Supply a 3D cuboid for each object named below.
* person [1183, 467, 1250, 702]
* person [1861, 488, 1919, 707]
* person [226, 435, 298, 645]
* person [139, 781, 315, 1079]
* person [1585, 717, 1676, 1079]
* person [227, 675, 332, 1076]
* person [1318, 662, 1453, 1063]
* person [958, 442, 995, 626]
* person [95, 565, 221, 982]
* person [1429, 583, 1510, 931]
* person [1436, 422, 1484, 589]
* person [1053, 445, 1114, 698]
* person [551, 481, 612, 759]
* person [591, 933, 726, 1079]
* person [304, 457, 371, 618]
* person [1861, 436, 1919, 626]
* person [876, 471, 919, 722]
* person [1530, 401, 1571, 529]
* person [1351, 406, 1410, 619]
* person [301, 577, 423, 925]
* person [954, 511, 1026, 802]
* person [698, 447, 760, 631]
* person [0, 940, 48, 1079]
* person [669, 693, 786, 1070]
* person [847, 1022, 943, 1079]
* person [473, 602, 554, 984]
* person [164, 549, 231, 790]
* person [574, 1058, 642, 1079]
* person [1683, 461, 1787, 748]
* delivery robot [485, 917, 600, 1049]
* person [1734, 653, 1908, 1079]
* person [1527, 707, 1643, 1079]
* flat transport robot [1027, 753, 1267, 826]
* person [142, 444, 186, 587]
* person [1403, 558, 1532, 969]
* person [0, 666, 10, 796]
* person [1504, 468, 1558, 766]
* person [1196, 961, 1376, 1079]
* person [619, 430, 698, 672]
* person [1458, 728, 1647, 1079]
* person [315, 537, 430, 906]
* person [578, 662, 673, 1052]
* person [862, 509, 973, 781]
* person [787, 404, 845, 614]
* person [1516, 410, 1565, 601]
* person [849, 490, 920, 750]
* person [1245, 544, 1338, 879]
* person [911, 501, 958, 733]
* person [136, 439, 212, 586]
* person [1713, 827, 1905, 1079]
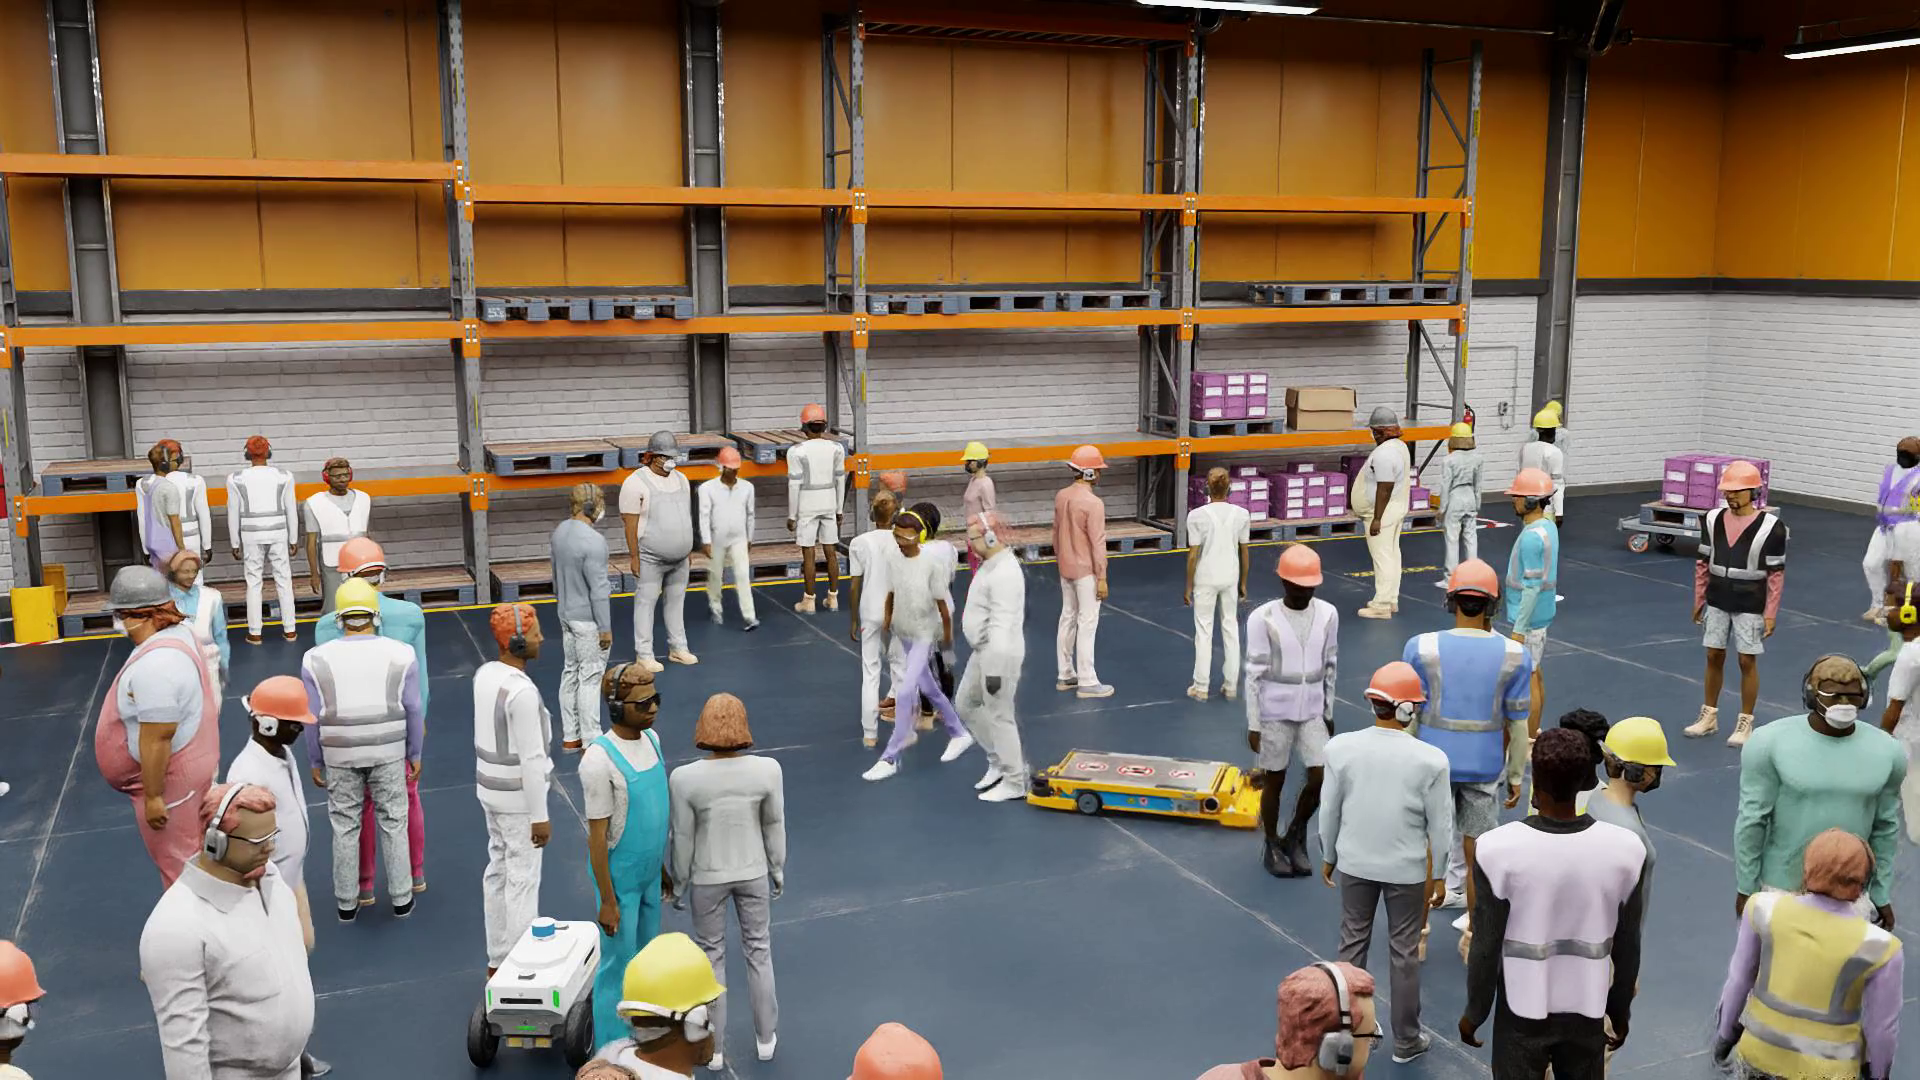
[{"bbox_3d":[1.995,0.348,12.972,0.514,1.844,0.333,-2,10,-11],"label":"person"},{"bbox_3d":[7.052,0.462,12.318,0.517,1.851,0.785,0,10,-2],"label":"person"},{"bbox_3d":[-6.234,-0.001,14.911,0.573,1.876,0.355,-5,11,-25],"label":"person"},{"bbox_3d":[-2.208,1.674,5.175,0.406,1.903,0.636,1,10,5],"label":"person"},{"bbox_3d":[2.520,1.536,6.389,0.339,1.761,0.524,2,10,10],"label":"person"},{"bbox_3d":[-2.903,1.426,7.096,0.391,1.729,0.580,-1,10,-5],"label":"person"},{"bbox_3d":[1.855,1.389,7.252,0.573,1.744,0.342,5,11,28],"label":"person"},{"bbox_3d":[0.159,-0.025,15.348,0.317,1.767,0.534,-3,10,-17],"label":"person"},{"bbox_3d":[-3.883,1.103,8.060,0.536,2.000,0.690,-2,10,-12],"label":"person"},{"bbox_3d":[2.656,1.086,8.652,0.324,1.871,0.526,-4,10,-20],"label":"person"},{"bbox_3d":[5.196,-0.356,17.326,0.492,1.741,0.323,-3,10,-18],"label":"person"},{"bbox_3d":[0.975,0.242,13.148,0.385,1.993,0.623,-6,11,-29],"label":"person"},{"bbox_3d":[-2.594,0.558,11.506,0.356,1.932,0.633,-8,13,-39],"label":"person"},{"bbox_3d":[-0.711,1.882,4.227,0.430,1.818,0.598,-9,13,-41],"label":"person"},{"bbox_3d":[-5.073,0.233,13.633,0.373,1.843,0.570,8,13,39],"label":"person"},{"bbox_3d":[8.728,-0.072,15.495,0.496,1.809,0.681,-2,10,-11],"label":"person"},{"bbox_3d":[-0.478,0.415,12.471,0.337,1.883,0.584,-3,10,-16],"label":"person"},{"bbox_3d":[7.078,-0.819,20.057,0.492,1.719,0.711,6,12,32],"label":"person"},{"bbox_3d":[4.031,-0.276,16.003,0.535,2.000,0.686,5,11,28],"label":"person"},{"bbox_3d":[-3.111,1.103,8.699,0.589,1.824,0.405,-3,10,-19],"label":"person"},{"bbox_3d":[0.198,0.738,10.619,0.474,1.876,0.672,-1,10,-6],"label":"person"},{"bbox_3d":[-2.149,-0.011,15.447,0.567,1.699,0.914,-4,11,-22],"label":"person"},{"bbox_3d":[-2.437,1.897,4.366,0.648,1.731,0.469,4,11,21],"label":"person"},{"bbox_3d":[-0.998,1.462,7.160,0.507,1.632,0.267,-4,10,-20],"label":"person"},{"bbox_3d":[-0.141,1.970,3.890,0.573,1.750,0.329,-8,13,-38],"label":"person"},{"bbox_3d":[-2.085,1.223,7.826,0.352,1.880,0.576,-7,12,-36],"label":"person"},{"bbox_3d":[-4.977,0.854,10.691,0.438,1.622,0.512,9,13,42],"label":"person"},{"bbox_3d":[-0.774,2.030,3.896,0.558,1.622,0.463,-8,13,-40],"label":"person"},{"bbox_3d":[5.490,0.453,11.798,0.396,2.042,0.610,-8,12,-37],"label":"person"},{"bbox_3d":[-1.838,1.918,7.372,0.477,0.478,0.707,0,10,2],"label":"delivery robot"},{"bbox_3d":[3.422,1.396,6.661,0.627,1.941,0.370,1,10,7],"label":"person"},{"bbox_3d":[2.470,1.505,6.725,0.318,1.700,0.535,-6,12,-31],"label":"person"},{"bbox_3d":[1.196,1.556,10.544,1.431,0.197,0.652,3,10,16],"label":"flat transport robot"},{"bbox_3d":[-6.894,0.086,14.481,0.507,1.847,0.351,8,13,38],"label":"person"},{"bbox_3d":[2.445,1.096,8.142,0.614,2.030,0.409,1,10,8],"label":"person"},{"bbox_3d":[-6.389,0.742,10.502,0.590,1.915,0.394,-4,11,-20],"label":"person"},{"bbox_3d":[3.874,0.523,11.393,0.378,2.044,0.607,5,11,26],"label":"person"},{"bbox_3d":[0.812,1.896,3.890,0.401,1.901,0.651,-8,13,-38],"label":"person"},{"bbox_3d":[-2.482,0.078,13.965,0.535,2.000,0.680,9,13,42],"label":"person"},{"bbox_3d":[2.006,1.580,5.660,0.588,1.920,0.390,0,10,0],"label":"person"},{"bbox_3d":[-3.169,0.970,8.987,0.615,1.987,0.407,-9,13,-42],"label":"person"},{"bbox_3d":[-1.349,1.406,6.875,0.346,1.846,0.506,3,10,17],"label":"person"},{"bbox_3d":[-0.261,0.670,11.234,0.948,1.822,0.585,-9,13,-42],"label":"person"},{"bbox_3d":[-1.407,-0.299,16.128,0.607,2.044,0.372,-6,12,-31],"label":"person"},{"bbox_3d":[5.844,-0.347,16.731,0.358,1.930,0.585,-5,11,-25],"label":"person"},{"bbox_3d":[-0.519,0.568,11.703,0.515,1.844,0.329,1,10,4],"label":"person"},{"bbox_3d":[1.848,0.960,9.242,0.581,1.913,0.482,-2,10,-13],"label":"person"},{"bbox_3d":[-0.230,0.563,12.165,0.319,1.695,0.533,7,12,36],"label":"person"},{"bbox_3d":[-6.856,0.051,14.563,0.574,1.886,0.356,-3,10,-19],"label":"person"},{"bbox_3d":[2.809,1.745,5.542,0.388,1.619,0.541,-10,14,-44],"label":"person"}]
